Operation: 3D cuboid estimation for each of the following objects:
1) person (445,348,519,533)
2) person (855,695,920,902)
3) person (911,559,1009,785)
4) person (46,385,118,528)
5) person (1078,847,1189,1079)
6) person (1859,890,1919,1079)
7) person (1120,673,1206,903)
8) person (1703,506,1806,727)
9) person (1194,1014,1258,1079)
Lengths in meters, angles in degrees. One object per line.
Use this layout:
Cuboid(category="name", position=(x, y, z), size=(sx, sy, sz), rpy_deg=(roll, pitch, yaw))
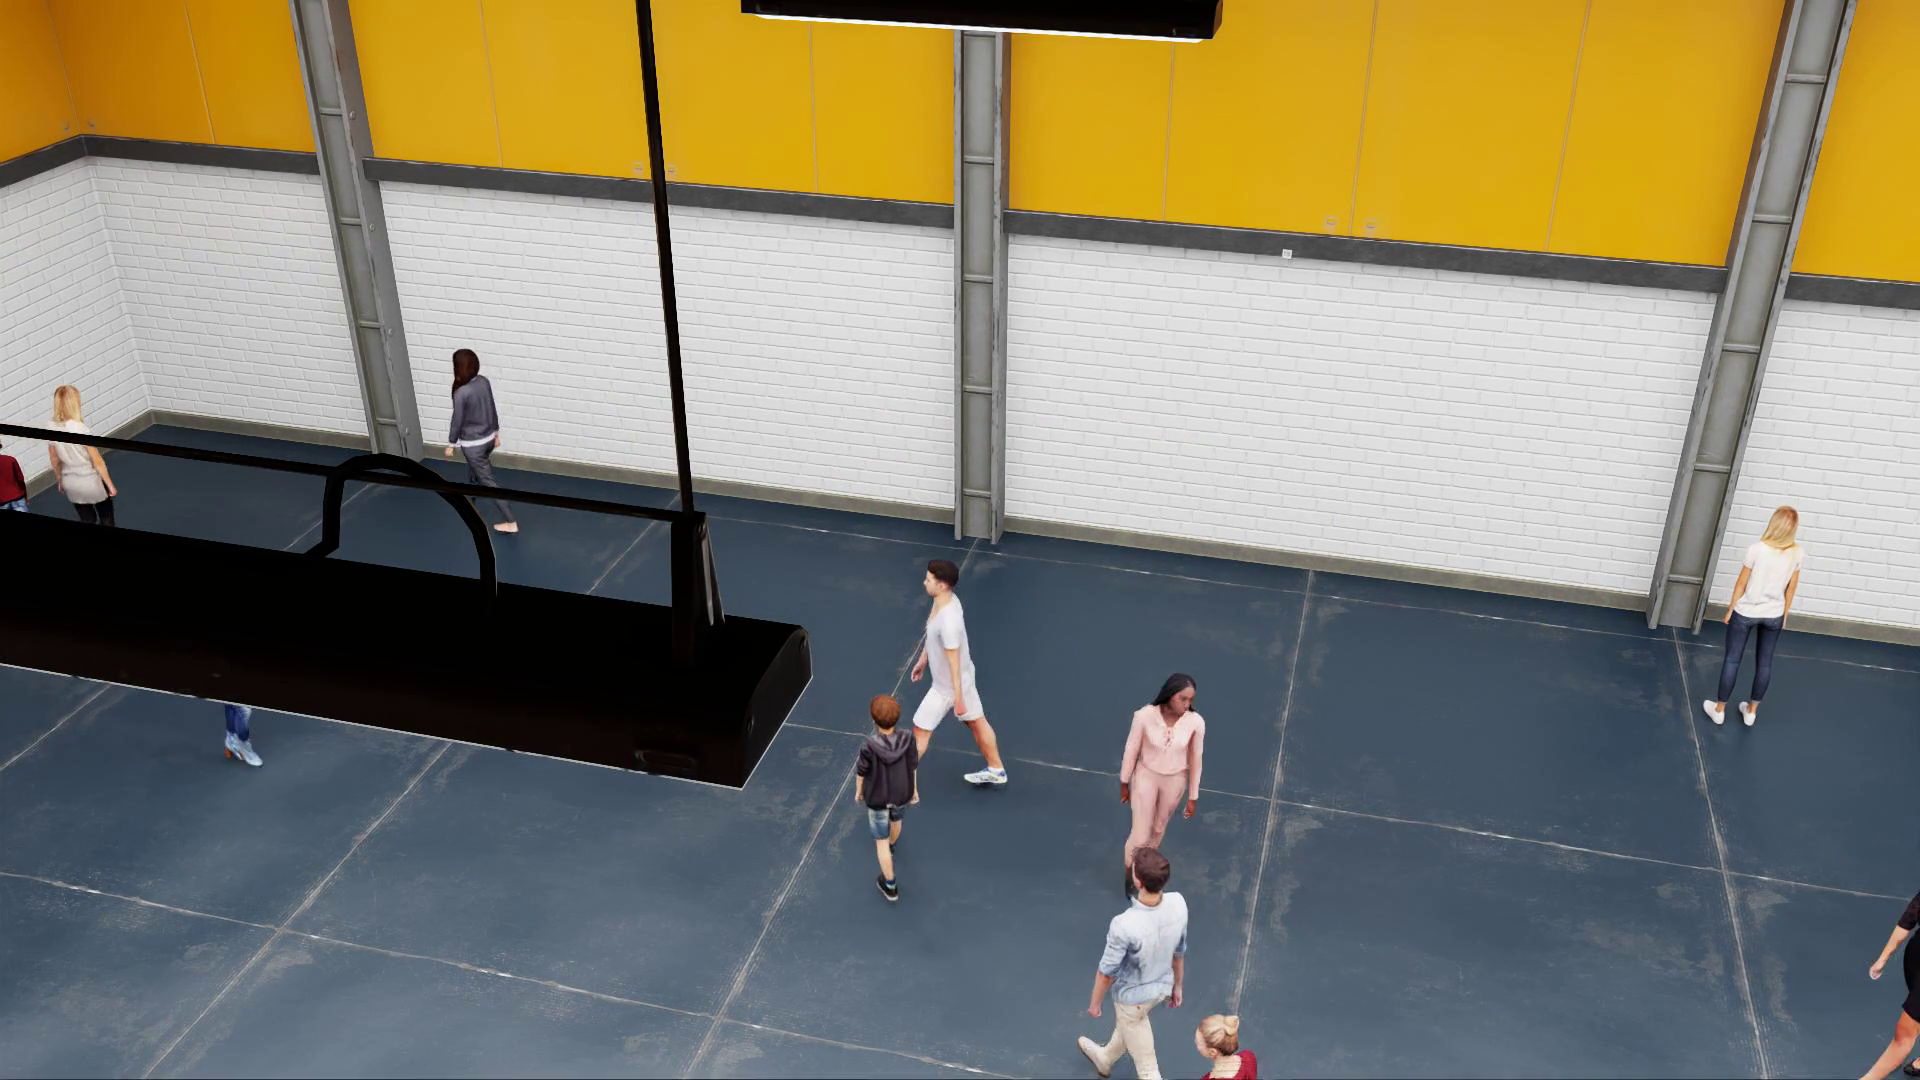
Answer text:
Cuboid(category="person", position=(-4.261, -0.853, 14.968), size=(1.057, 1.727, 0.671), rpy_deg=(9, 30, 16))
Cuboid(category="person", position=(-0.458, 1.664, 10.679), size=(0.906, 1.417, 0.903), rpy_deg=(-10, 30, -18))
Cuboid(category="person", position=(0.037, 0.978, 11.542), size=(1.291, 1.794, 0.865), rpy_deg=(0, 29, 1))
Cuboid(category="person", position=(-7.468, -0.425, 14.126), size=(0.851, 1.782, 0.803), rpy_deg=(3, 29, 6))
Cuboid(category="person", position=(1.010, 2.472, 8.799), size=(1.168, 1.799, 1.275), rpy_deg=(-18, 33, -30))
Cuboid(category="person", position=(5.390, 2.382, 9.137), size=(1.120, 1.632, 0.914), rpy_deg=(-8, 30, -14))
Cuboid(category="person", position=(1.240, 1.551, 10.595), size=(0.676, 1.695, 0.793), rpy_deg=(6, 29, 10))
Cuboid(category="person", position=(5.899, 0.566, 12.282), size=(0.490, 1.810, 0.677), rpy_deg=(2, 29, 4))
Cuboid(category="person", position=(1.308, 2.990, 7.972), size=(0.893, 1.680, 1.013), rpy_deg=(-25, 37, -38))
